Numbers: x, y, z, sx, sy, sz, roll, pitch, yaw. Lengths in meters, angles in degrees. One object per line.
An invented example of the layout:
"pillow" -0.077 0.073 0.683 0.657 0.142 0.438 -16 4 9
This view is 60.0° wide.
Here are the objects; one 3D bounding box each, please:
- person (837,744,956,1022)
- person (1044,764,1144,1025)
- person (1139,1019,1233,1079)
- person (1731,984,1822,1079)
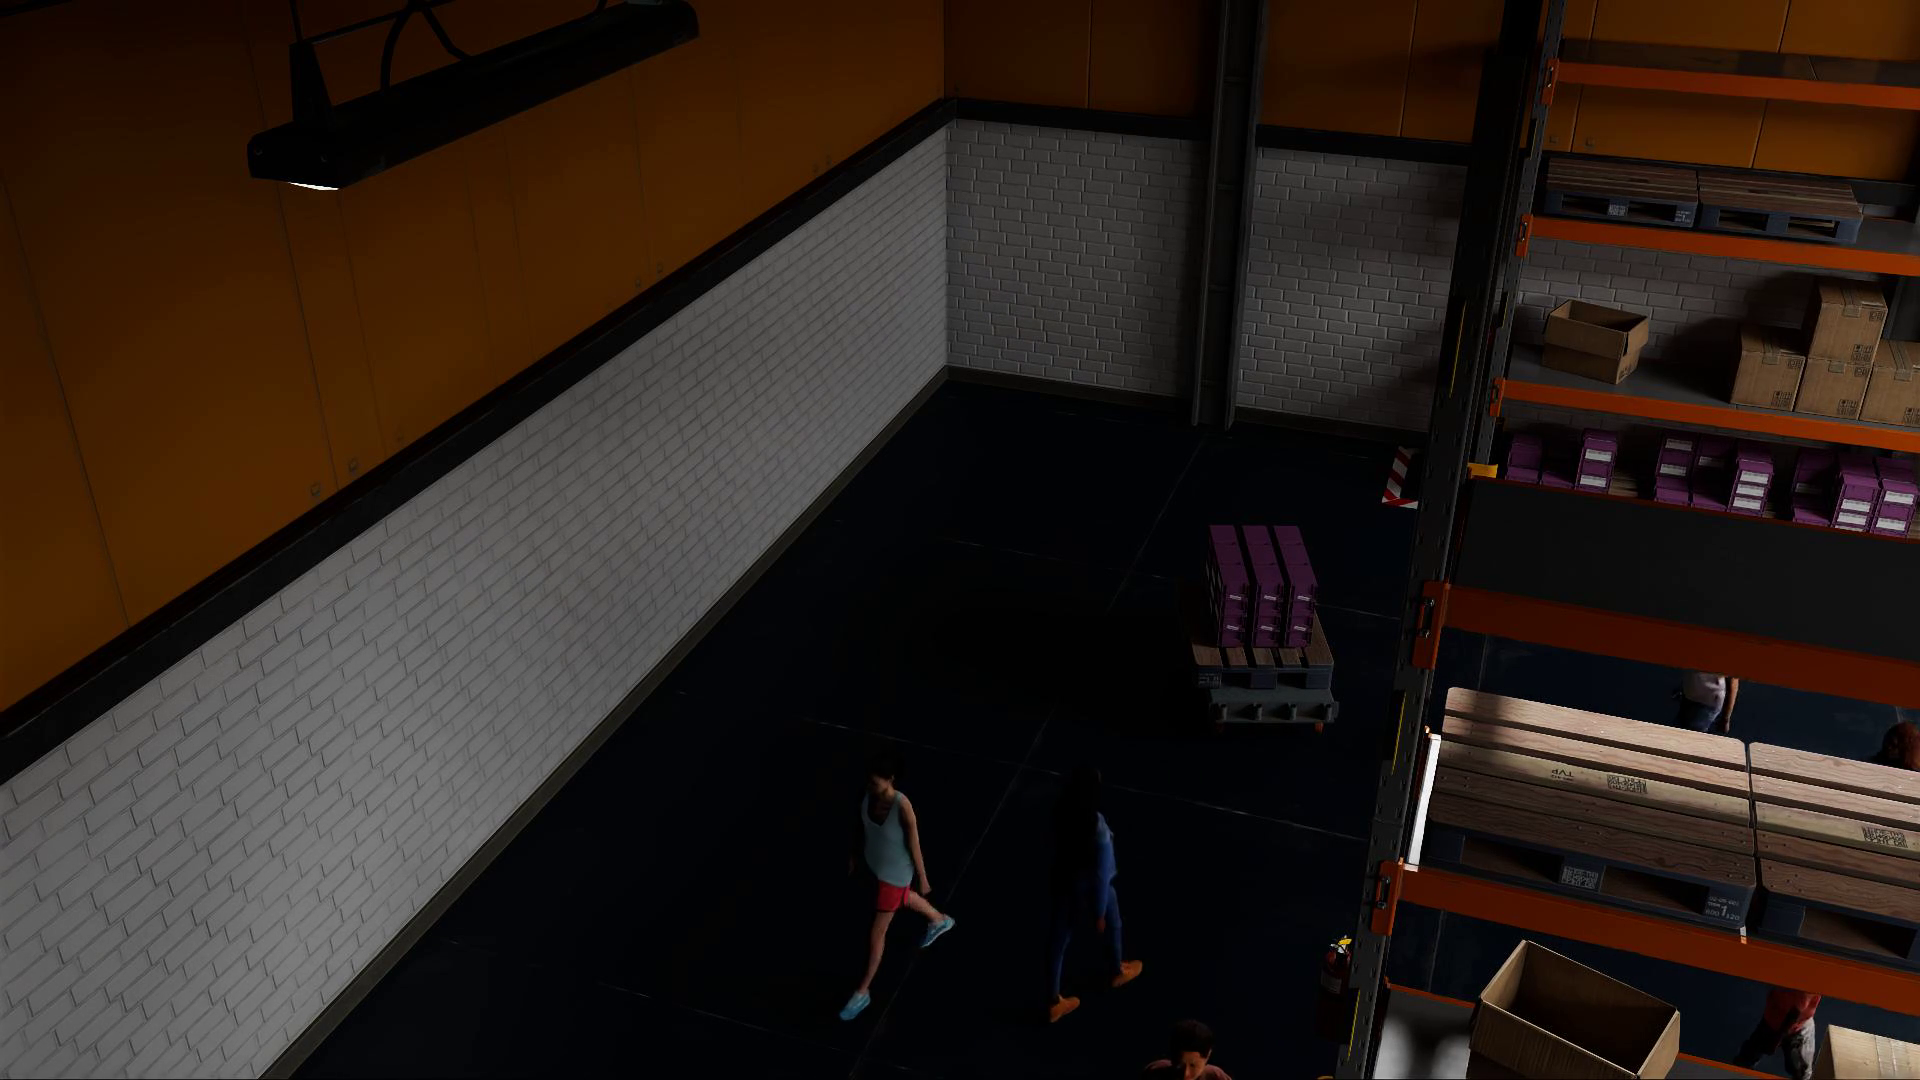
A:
"person" -0.348 1.891 9.644 1.039 1.735 1.247 -25 37 -38
"person" 0.618 2.039 9.419 0.962 1.690 1.015 -25 37 -38
"person" 1.059 2.858 7.835 0.773 1.769 0.800 4 29 8
"person" 4.481 2.586 8.845 0.894 1.278 0.560 7 29 13
